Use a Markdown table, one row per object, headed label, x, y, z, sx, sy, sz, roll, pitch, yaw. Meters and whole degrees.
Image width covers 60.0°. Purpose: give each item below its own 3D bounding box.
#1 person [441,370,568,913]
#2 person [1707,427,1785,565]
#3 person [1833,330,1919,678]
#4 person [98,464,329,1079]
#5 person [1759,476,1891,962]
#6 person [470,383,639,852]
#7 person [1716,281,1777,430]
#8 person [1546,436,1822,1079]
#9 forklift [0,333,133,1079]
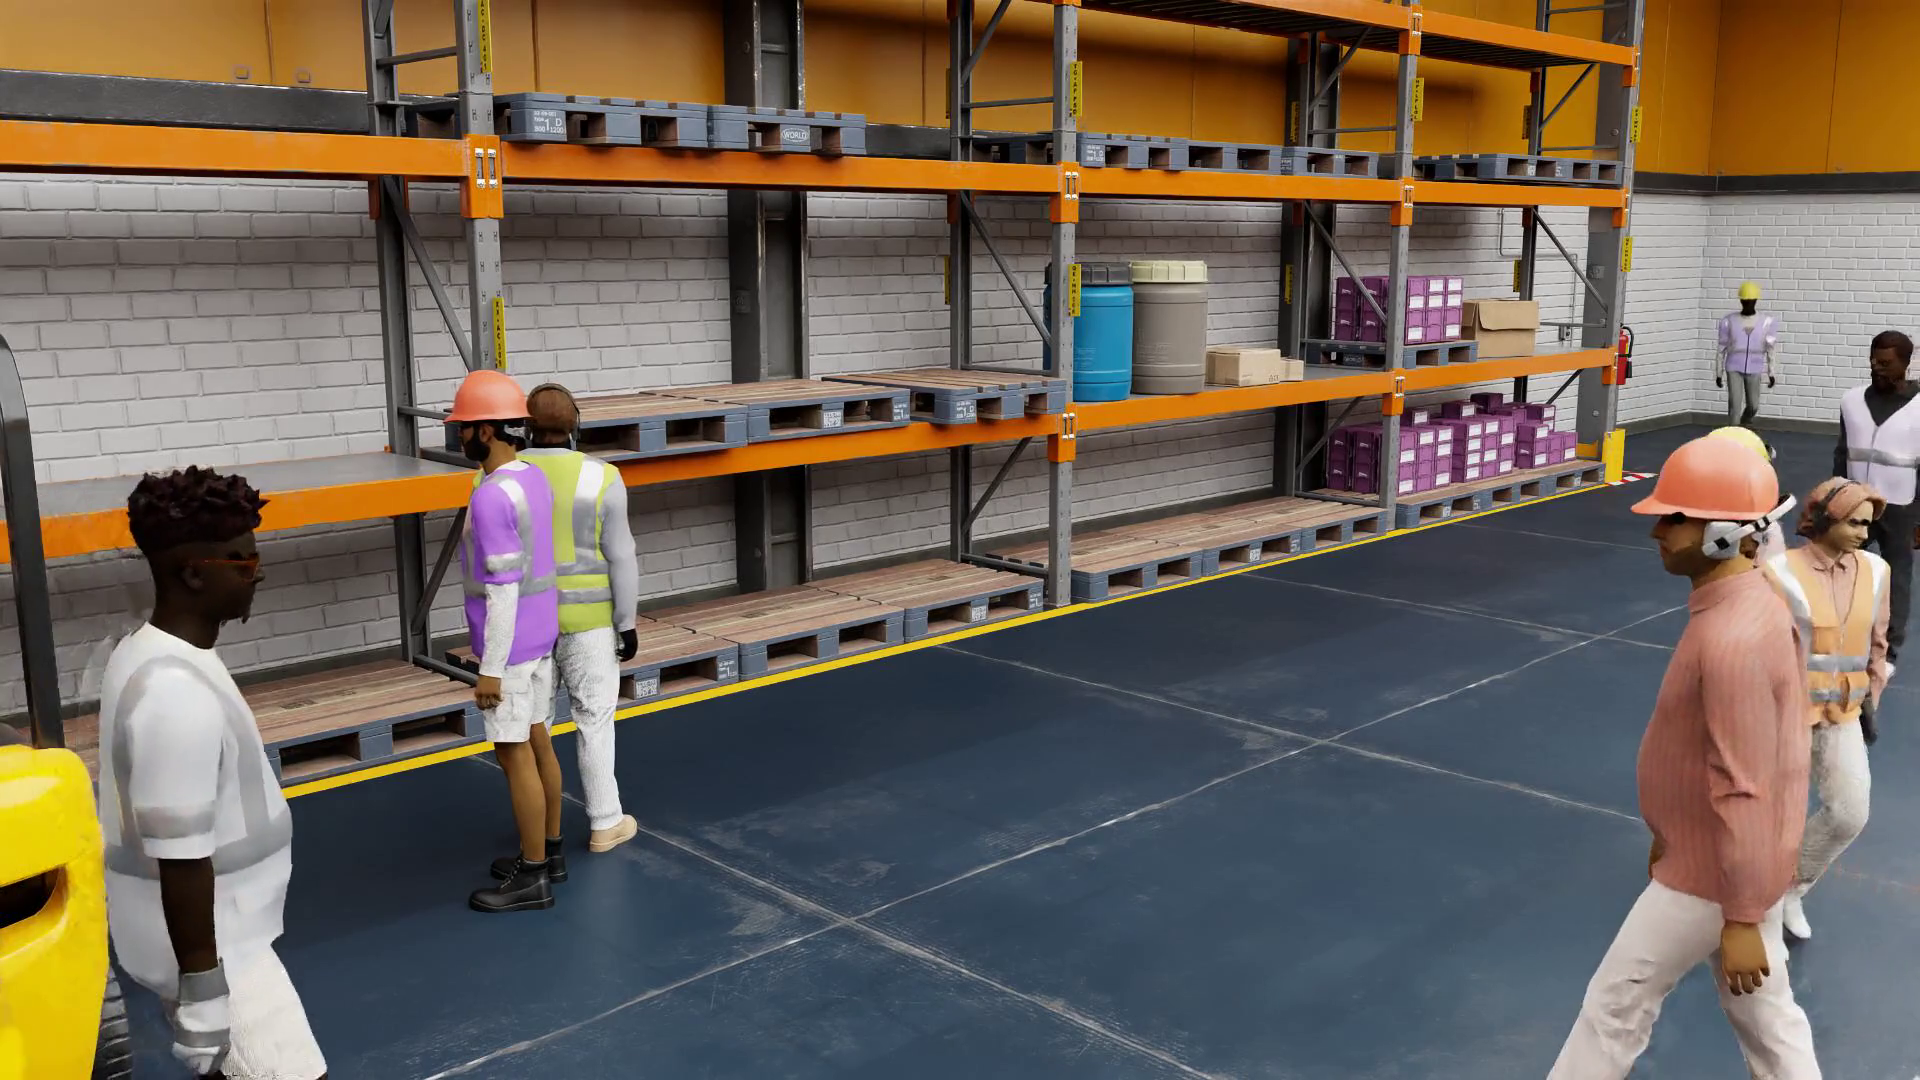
| label | x | y | z | sx | sy | sz | roll | pitch | yaw |
| --- | --- | --- | --- | --- | --- | --- | --- | --- | --- |
| person | -1.630 | 0.364 | 5.943 | 0.368 | 1.935 | 0.552 | 0 | 10 | 2 |
| person | 2.761 | 0.460 | 5.970 | 0.505 | 1.734 | 0.533 | 3 | 11 | 15 |
| person | 4.951 | -0.168 | 8.941 | 0.509 | 1.899 | 0.623 | -7 | 12 | -32 |
| person | -1.566 | 0.809 | 3.478 | 0.443 | 1.947 | 0.618 | -6 | 12 | -31 |
| person | 2.822 | 0.591 | 5.528 | 0.560 | 1.625 | 0.358 | -2 | 11 | -11 |
| person | -1.549 | 0.311 | 6.491 | 0.633 | 1.843 | 0.429 | 1 | 10 | 6 |
| person | 8.678 | -1.909 | 18.416 | 0.608 | 1.905 | 0.689 | 3 | 11 | 17 |
| person | 1.644 | 0.728 | 3.911 | 1.016 | 1.945 | 0.655 | 6 | 12 | 29 |
| forklift | -3.289 | 0.485 | 4.582 | 1.214 | 2.155 | 2.313 | -10 | 14 | -44 |
